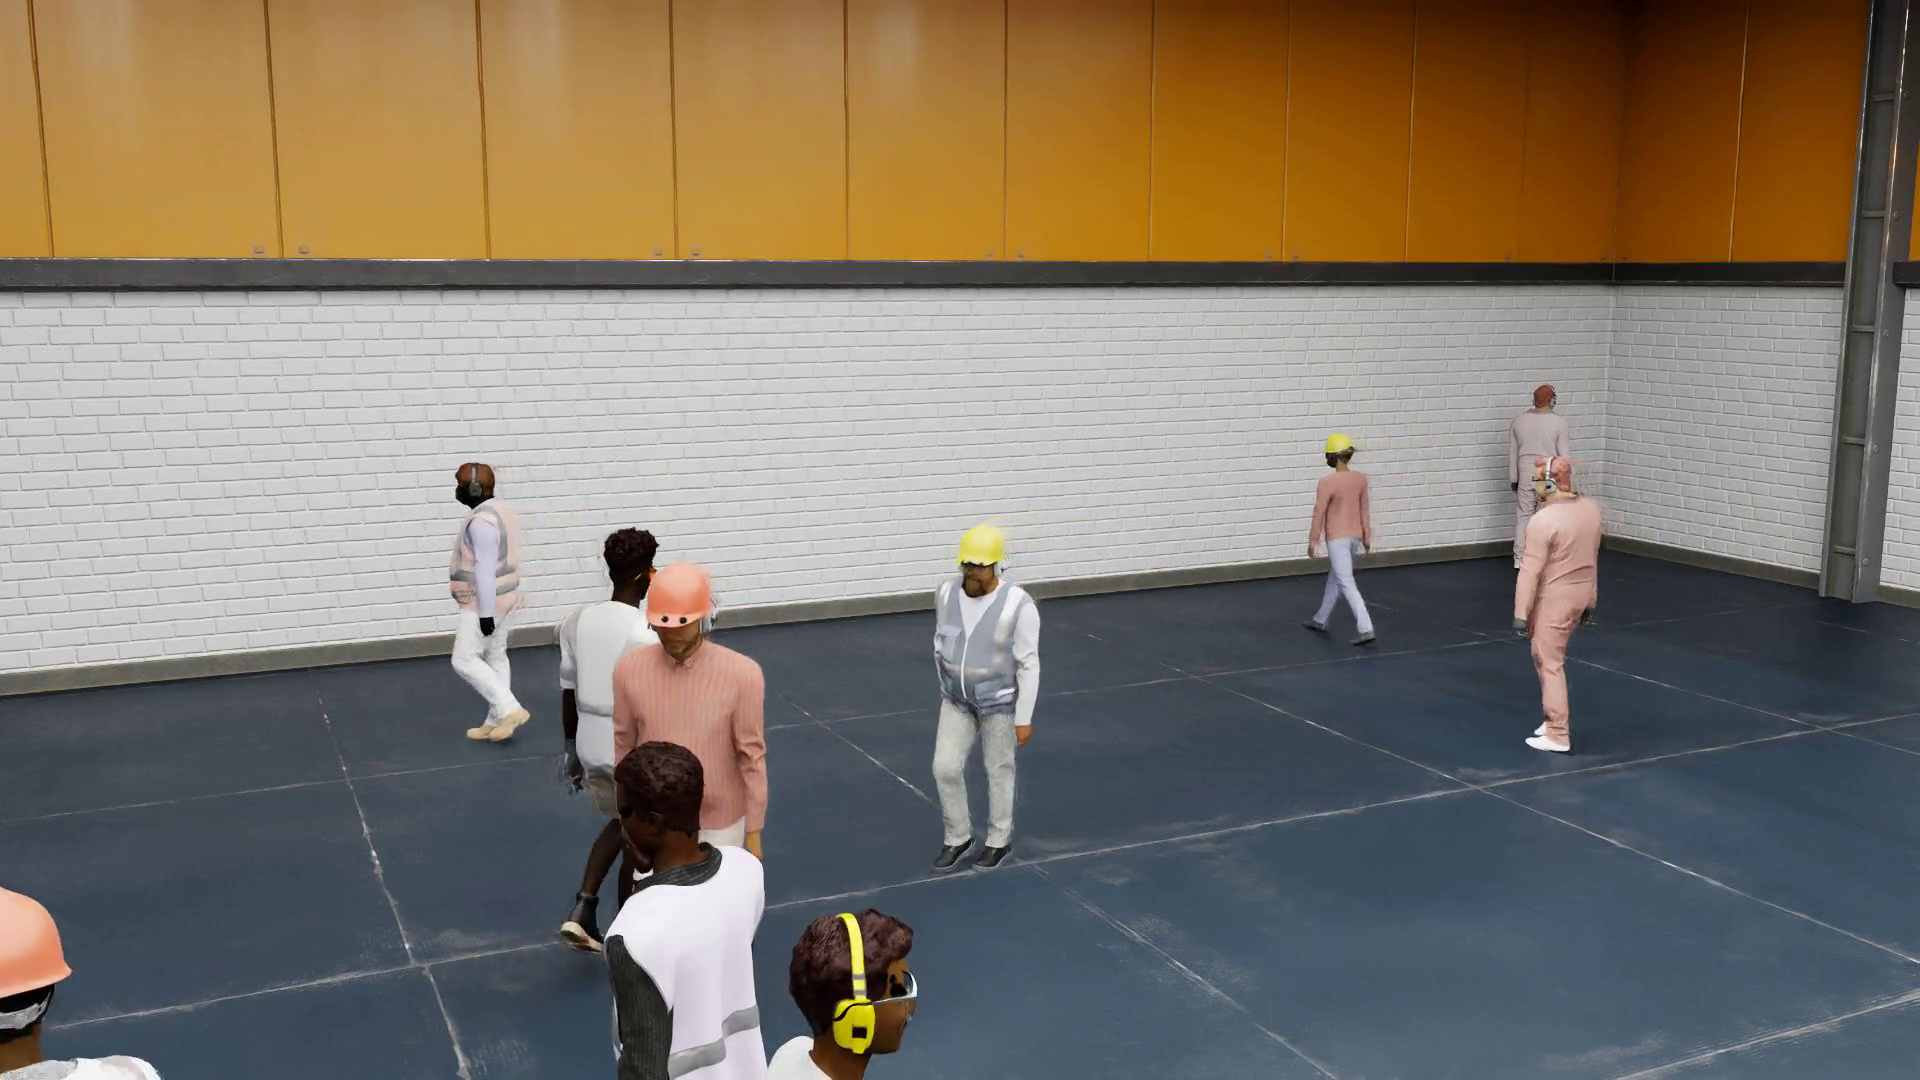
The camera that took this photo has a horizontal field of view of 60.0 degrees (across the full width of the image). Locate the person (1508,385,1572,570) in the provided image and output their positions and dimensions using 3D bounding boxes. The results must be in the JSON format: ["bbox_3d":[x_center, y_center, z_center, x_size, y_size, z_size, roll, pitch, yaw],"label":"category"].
[{"bbox_3d":[5.874,-0.616,16.809,0.409,1.905,0.651,-9,13,-43],"label":"person"}]

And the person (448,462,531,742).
[{"bbox_3d":[-3.051,0.410,10.681,0.429,1.832,0.624,-1,9,-4],"label":"person"}]

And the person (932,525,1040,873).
[{"bbox_3d":[0.109,0.807,8.294,0.618,1.799,0.585,5,10,27],"label":"person"}]

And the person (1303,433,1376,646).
[{"bbox_3d":[3.156,-0.016,13.684,0.529,1.714,0.932,-6,11,-33],"label":"person"}]

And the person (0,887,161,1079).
[{"bbox_3d":[-1.715,1.584,3.075,0.460,1.925,0.553,7,12,38],"label":"person"}]

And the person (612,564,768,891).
[{"bbox_3d":[-1.022,1.049,6.304,0.615,1.972,0.483,1,9,4],"label":"person"}]

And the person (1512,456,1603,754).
[{"bbox_3d":[3.724,0.403,10.543,0.659,1.882,0.548,-7,11,-35],"label":"person"}]

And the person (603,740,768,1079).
[{"bbox_3d":[-0.675,1.427,4.107,0.392,1.916,0.591,3,10,19],"label":"person"}]

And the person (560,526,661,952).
[{"bbox_3d":[-1.440,0.913,7.167,0.601,1.954,0.440,7,11,35],"label":"person"}]

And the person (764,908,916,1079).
[{"bbox_3d":[-0.242,1.606,3.194,0.329,1.858,0.506,-3,10,-17],"label":"person"}]
